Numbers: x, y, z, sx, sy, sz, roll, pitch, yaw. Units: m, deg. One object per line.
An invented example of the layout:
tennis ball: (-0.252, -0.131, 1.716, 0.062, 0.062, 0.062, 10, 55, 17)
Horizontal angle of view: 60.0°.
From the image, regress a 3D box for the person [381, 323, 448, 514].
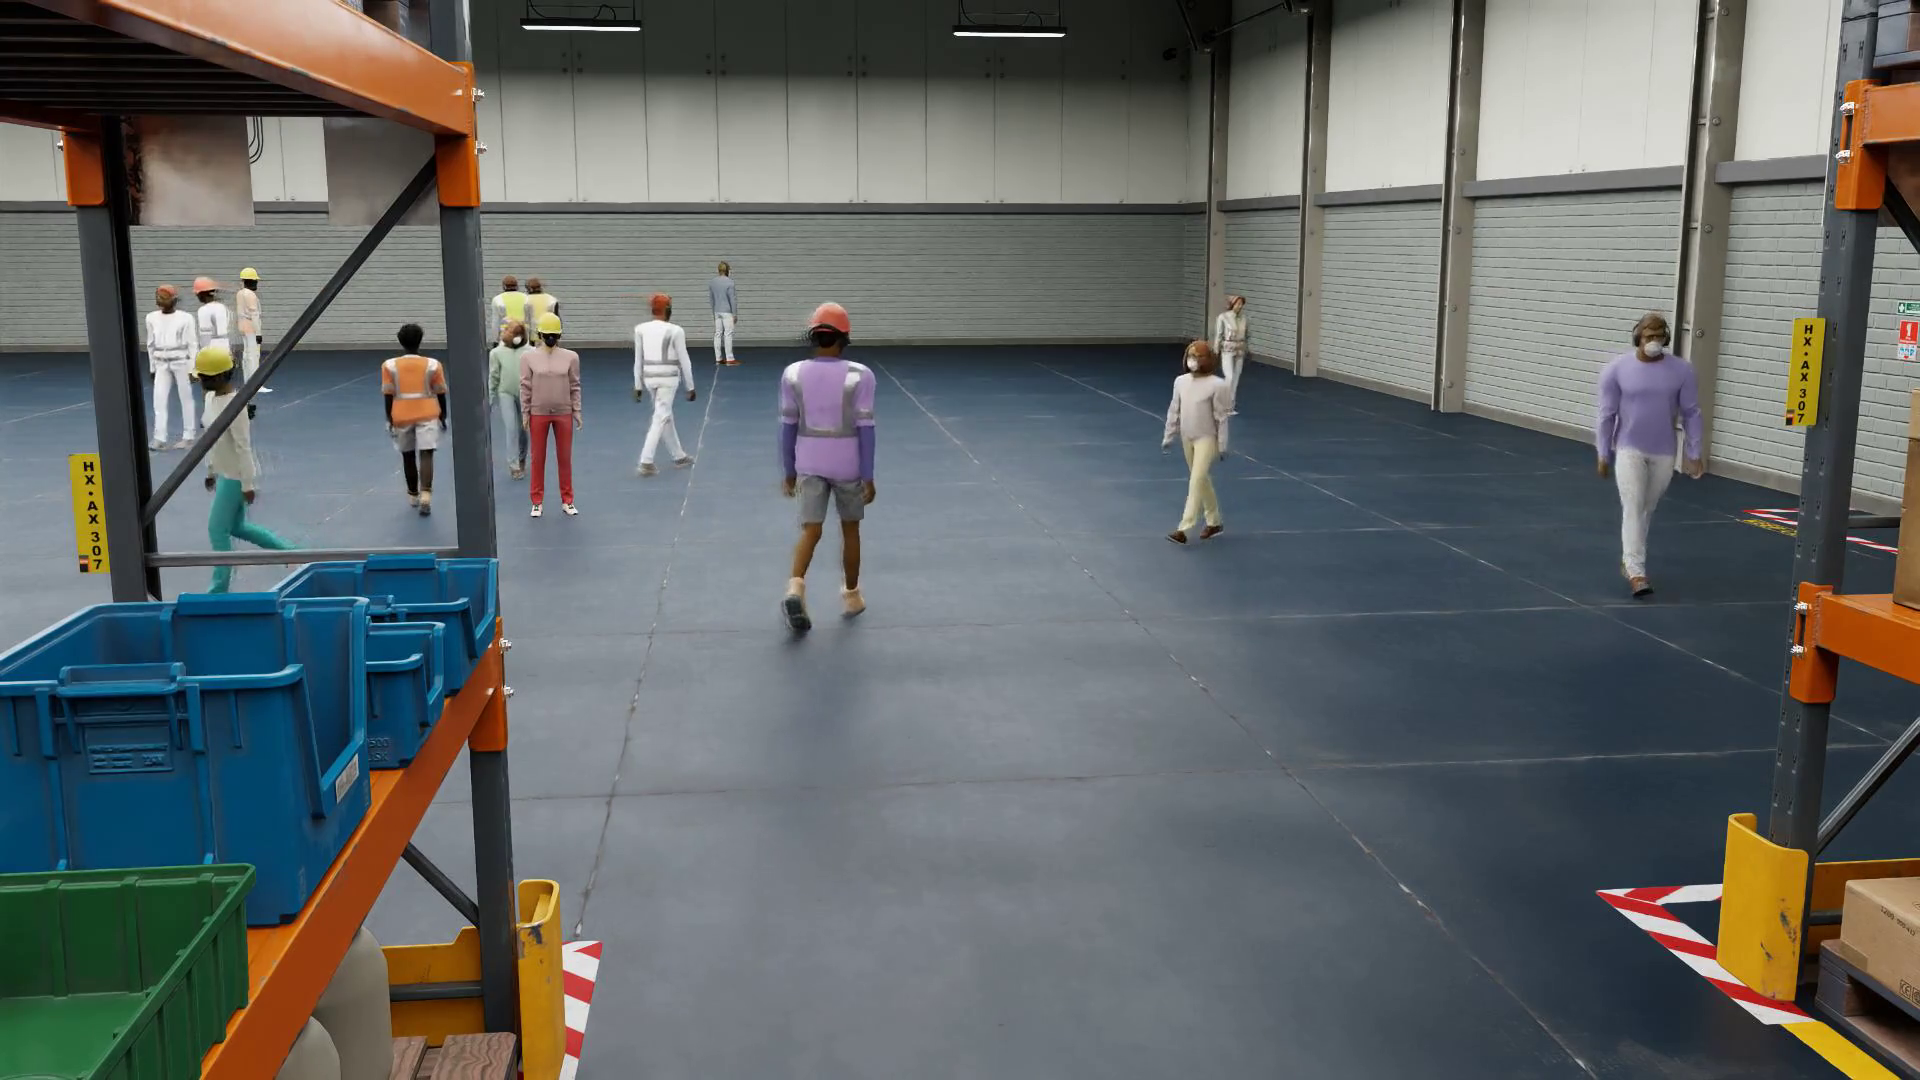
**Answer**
person: (-4.752, -1.060, 14.527, 0.538, 1.662, 0.844, -3, 11, -15)

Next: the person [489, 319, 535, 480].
person: (-4.487, -1.433, 16.753, 0.529, 1.600, 0.789, -5, 11, -24)

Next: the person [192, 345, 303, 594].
person: (-4.701, -0.426, 10.880, 0.730, 1.717, 0.560, -8, 13, -37)

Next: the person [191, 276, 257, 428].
person: (-9.263, -2.335, 20.816, 0.630, 1.917, 0.542, 1, 10, 7)

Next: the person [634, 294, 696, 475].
person: (-3.032, -1.595, 17.020, 0.593, 1.829, 1.007, 5, 12, 28)

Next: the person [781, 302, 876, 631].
person: (-0.835, -0.453, 10.269, 0.616, 2.016, 0.928, 2, 11, 13)

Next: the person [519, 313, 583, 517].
person: (-3.521, -1.077, 14.348, 0.524, 1.762, 0.325, -4, 11, -21)

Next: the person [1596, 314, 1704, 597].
person: (4.669, -0.583, 11.303, 0.649, 1.890, 1.012, 1, 10, 7)

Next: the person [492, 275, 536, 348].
person: (-6.565, -2.971, 24.532, 0.667, 1.839, 0.429, -5, 12, -27)

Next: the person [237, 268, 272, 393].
person: (-10.962, -3.241, 25.752, 0.371, 1.927, 0.588, -10, 14, -43)

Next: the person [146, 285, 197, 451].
person: (-8.877, -1.908, 18.624, 0.606, 1.855, 0.831, 0, 10, 2)

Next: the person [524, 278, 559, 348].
person: (-6.279, -3.003, 24.813, 0.611, 1.804, 0.814, -3, 11, -18)

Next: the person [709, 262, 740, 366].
person: (-4.410, -4.234, 31.167, 0.632, 1.940, 0.372, 7, 13, 34)

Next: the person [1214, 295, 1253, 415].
person: (3.707, -2.483, 22.392, 0.528, 1.621, 0.480, -4, 11, -22)

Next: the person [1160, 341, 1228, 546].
person: (1.830, -0.757, 13.030, 0.857, 1.592, 0.497, -9, 14, -40)
